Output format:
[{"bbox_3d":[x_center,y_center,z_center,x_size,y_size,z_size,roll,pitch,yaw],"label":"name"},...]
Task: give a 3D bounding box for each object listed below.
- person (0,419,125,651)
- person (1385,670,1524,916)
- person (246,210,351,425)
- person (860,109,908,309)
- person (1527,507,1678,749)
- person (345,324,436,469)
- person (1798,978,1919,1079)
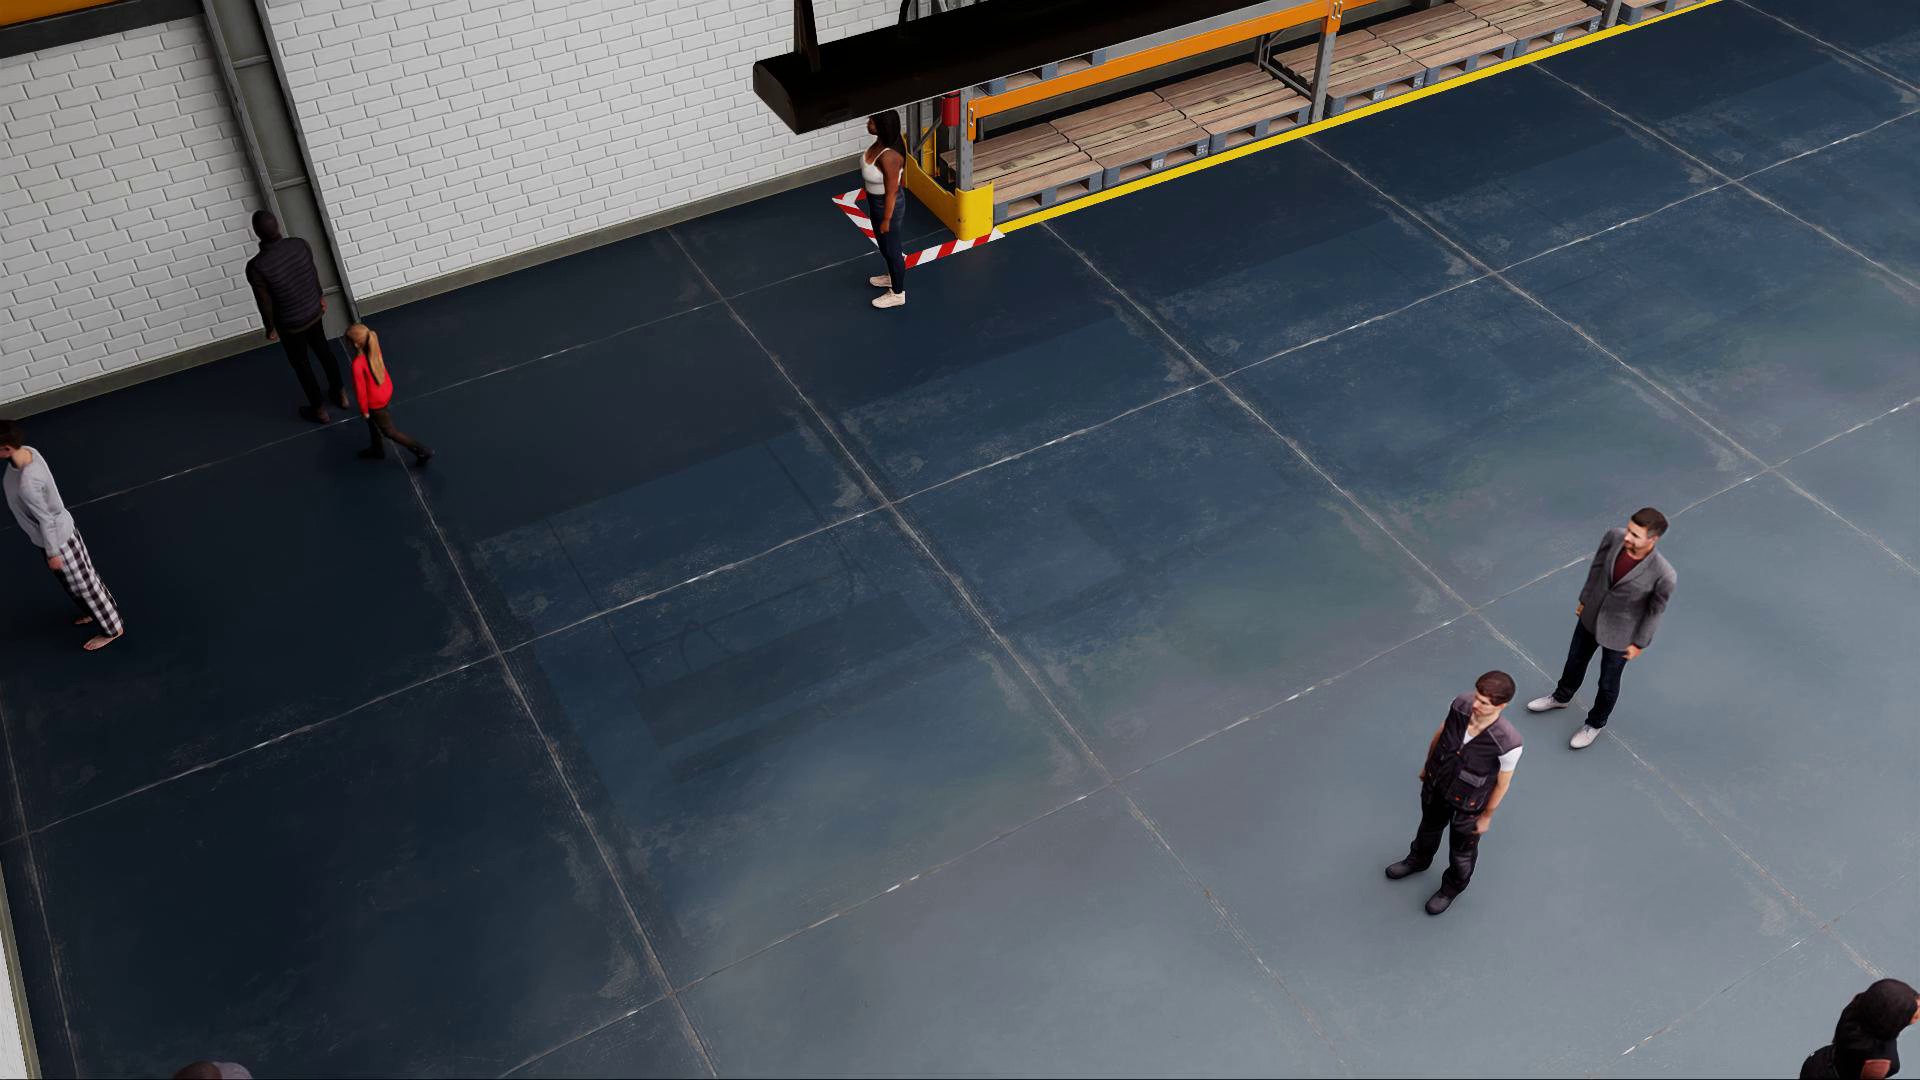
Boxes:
[{"bbox_3d":[-5.875,-0.053,10.791,0.511,1.847,0.615,-21,48,-21],"label":"person"},{"bbox_3d":[2.803,1.380,9.286,0.582,1.849,0.663,-26,49,-24],"label":"person"},{"bbox_3d":[-4.993,-1.688,12.516,0.831,1.836,0.676,26,49,25],"label":"person"},{"bbox_3d":[-0.586,-2.753,13.652,0.745,1.809,0.733,-3,44,-3],"label":"person"},{"bbox_3d":[3.983,0.509,10.182,0.566,1.872,0.678,-22,48,-22],"label":"person"},{"bbox_3d":[-4.252,-1.035,12.244,0.933,1.265,0.798,4,44,4],"label":"person"},{"bbox_3d":[4.218,2.648,8.034,0.734,1.740,0.680,9,44,9],"label":"person"}]
